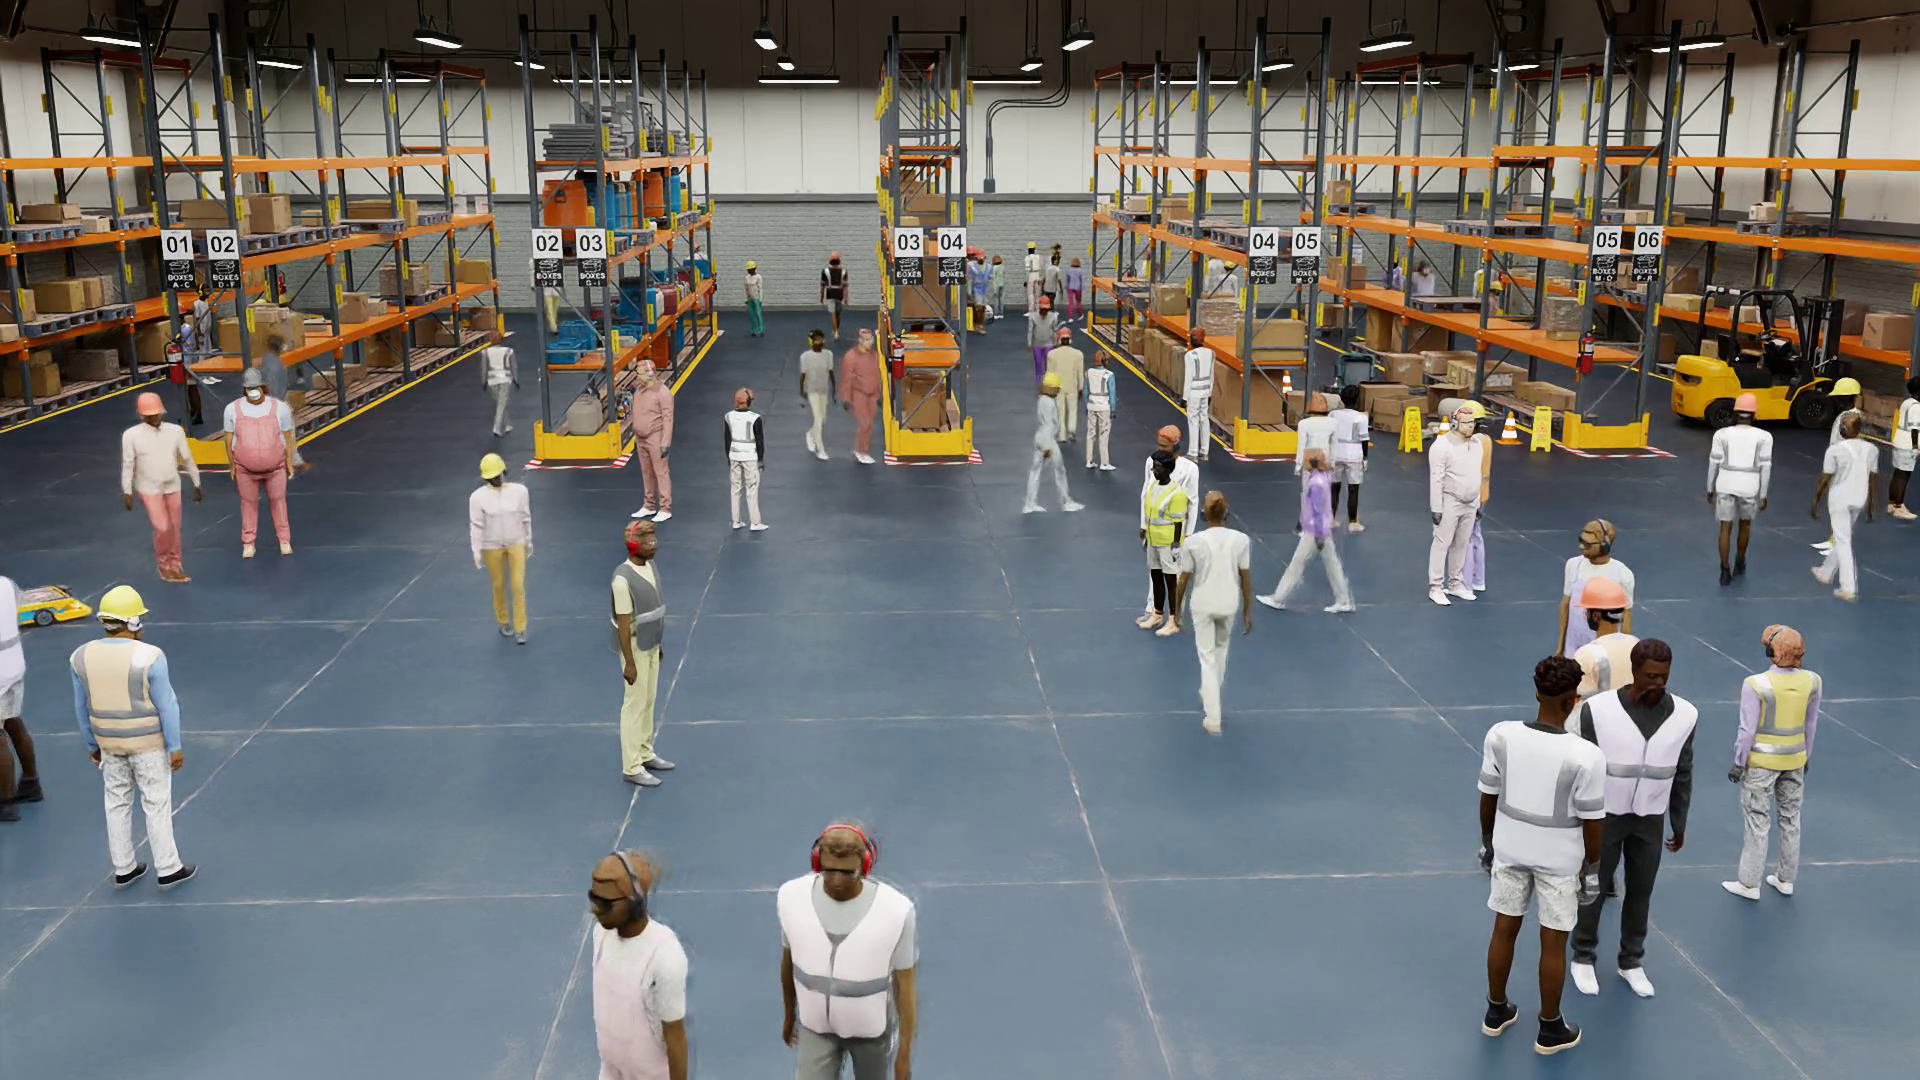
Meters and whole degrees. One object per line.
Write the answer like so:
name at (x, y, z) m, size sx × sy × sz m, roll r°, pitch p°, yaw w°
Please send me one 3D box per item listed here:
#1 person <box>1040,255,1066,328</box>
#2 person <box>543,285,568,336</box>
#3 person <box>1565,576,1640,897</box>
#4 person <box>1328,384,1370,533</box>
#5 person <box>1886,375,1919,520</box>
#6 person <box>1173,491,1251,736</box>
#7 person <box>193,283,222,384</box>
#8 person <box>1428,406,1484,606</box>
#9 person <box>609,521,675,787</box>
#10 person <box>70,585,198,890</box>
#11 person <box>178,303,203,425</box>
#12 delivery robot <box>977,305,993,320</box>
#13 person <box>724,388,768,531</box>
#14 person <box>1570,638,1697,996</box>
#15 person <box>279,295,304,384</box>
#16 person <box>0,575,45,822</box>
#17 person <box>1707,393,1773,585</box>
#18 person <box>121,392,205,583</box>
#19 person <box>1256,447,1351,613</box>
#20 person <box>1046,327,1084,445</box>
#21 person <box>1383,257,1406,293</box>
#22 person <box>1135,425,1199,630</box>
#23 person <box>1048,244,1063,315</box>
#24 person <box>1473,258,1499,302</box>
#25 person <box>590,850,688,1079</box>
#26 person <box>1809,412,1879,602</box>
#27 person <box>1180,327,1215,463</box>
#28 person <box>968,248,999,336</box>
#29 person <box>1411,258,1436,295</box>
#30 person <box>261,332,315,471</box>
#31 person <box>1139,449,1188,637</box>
person at (2.225, -5.947, 39.966) m, size 0.537 × 1.804 × 1.007 m, roll 13°, pitch 18°, yaw 43°
person at (-9.499, -5.670, 38.814) m, size 0.593 × 1.794 × 0.964 m, roll -8°, pitch 15°, yaw -30°
person at (3.675, 1.156, 9.634) m, size 0.549 × 1.925 × 0.391 m, roll -8°, pitch 15°, yaw -31°
person at (4.407, -0.925, 18.920) m, size 0.535 × 1.700 × 0.318 m, roll 11°, pitch 17°, yaw 39°
person at (11.226, -1.103, 19.674) m, size 0.321 × 1.697 × 0.529 m, roll 4°, pitch 14°, yaw 16°
person at (1.881, 0.508, 12.598) m, size 0.545 × 1.810 × 0.878 m, roll -2°, pitch 13°, yaw -8°
person at (-14.002, -3.819, 30.845) m, size 0.319 × 1.861 × 0.515 m, roll -1°, pitch 13°, yaw -2°
person at (4.781, -0.335, 15.976) m, size 0.643 × 1.909 × 0.410 m, roll -8°, pitch 15°, yaw -31°
person at (-2.212, 0.762, 11.457) m, size 0.374 × 1.843 × 0.574 m, roll 2°, pitch 13°, yaw 9°
person at (-4.851, 1.166, 9.779) m, size 0.601 × 1.827 × 0.404 m, roll 2°, pitch 13°, yaw 6°
person at (-12.248, -2.780, 26.279) m, size 0.376 × 1.932 × 0.543 m, roll -9°, pitch 16°, yaw -34°
delivery robot at (0.615, -5.689, 41.352) m, size 0.477 × 0.478 × 0.707 m, roll -1°, pitch 13°, yaw -6°
person at (-2.459, -0.916, 19.004) m, size 0.515 × 1.641 × 0.314 m, roll 7°, pitch 15°, yaw 29°
person at (3.448, 1.411, 8.578) m, size 0.594 × 1.913 × 0.398 m, roll 0°, pitch 13°, yaw 1°
person at (-12.334, -3.656, 30.485) m, size 0.487 × 1.701 × 0.892 m, roll -1°, pitch 13°, yaw -4°
person at (-6.303, 0.870, 10.817) m, size 0.382 × 1.934 × 0.558 m, roll -1°, pitch 13°, yaw -3°
person at (7.876, -0.543, 16.847) m, size 0.567 × 1.905 × 0.878 m, roll 6°, pitch 15°, yaw 24°
person at (-7.937, -0.512, 16.586) m, size 0.492 × 1.964 × 0.738 m, roll 11°, pitch 17°, yaw 38°
person at (3.293, -0.089, 15.620) m, size 0.890 × 1.585 × 0.517 m, roll 5°, pitch 14°, yaw 19°
person at (1.547, -2.274, 24.556) m, size 0.565 × 1.735 × 0.383 m, roll 1°, pitch 13°, yaw 3°
person at (10.161, -5.755, 39.103) m, size 0.429 × 1.837 × 0.625 m, roll -7°, pitch 15°, yaw -28°
person at (1.880, -0.117, 15.095) m, size 0.573 × 1.887 × 0.355 m, roll 11°, pitch 17°, yaw 38°
person at (2.459, -6.849, 43.692) m, size 0.444 × 1.846 × 0.541 m, roll 9°, pitch 16°, yaw 34°
person at (12.305, -5.731, 39.016) m, size 0.588 × 1.822 × 0.403 m, roll -1°, pitch 13°, yaw -3°
person at (-1.148, 1.999, 6.256) m, size 0.525 × 1.825 × 0.668 m, roll 12°, pitch 18°, yaw 41°
person at (8.599, -0.361, 16.284) m, size 0.528 × 1.804 × 0.935 m, roll -1°, pitch 13°, yaw -6°
person at (3.302, -2.021, 23.162) m, size 0.585 × 1.883 × 0.340 m, roll -11°, pitch 17°, yaw -40°
person at (0.540, -5.790, 38.840) m, size 0.657 × 2.011 × 0.679 m, roll -6°, pitch 15°, yaw -24°
person at (9.957, -5.132, 36.009) m, size 0.704 × 2.000 × 0.726 m, roll -4°, pitch 14°, yaw -16°
person at (-9.259, -1.837, 22.344) m, size 0.895 × 1.915 × 0.633 m, roll -8°, pitch 15°, yaw -30°
person at (1.827, 0.019, 14.944) m, size 0.319 × 1.694 × 0.533 m, roll -7°, pitch 15°, yaw -28°
